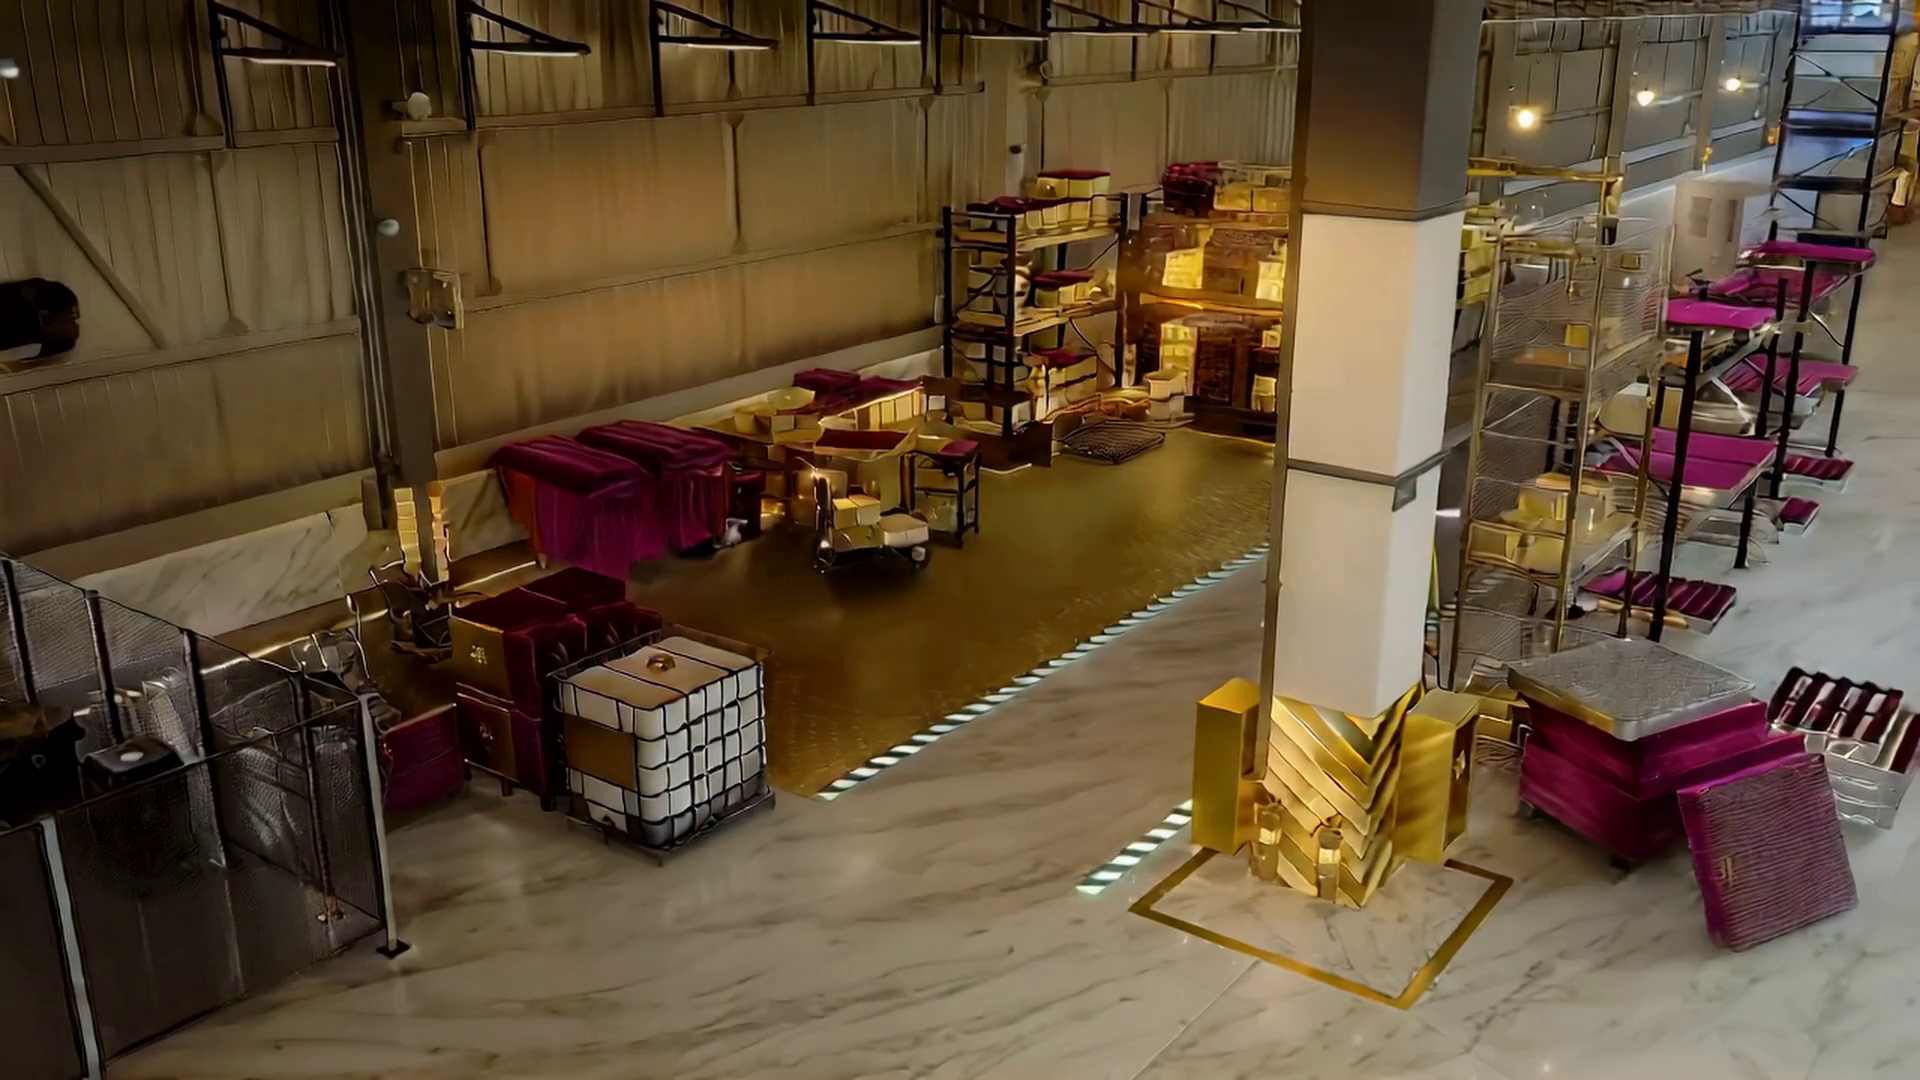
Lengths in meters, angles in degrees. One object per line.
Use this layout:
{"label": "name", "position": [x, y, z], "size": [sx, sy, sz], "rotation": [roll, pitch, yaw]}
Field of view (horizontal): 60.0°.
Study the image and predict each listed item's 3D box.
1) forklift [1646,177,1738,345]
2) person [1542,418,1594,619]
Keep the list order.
{"label": "forklift", "position": [12.196, -4.594, 27.681], "size": [1.873, 2.768, 1.129], "rotation": [-10, 20, -27]}
{"label": "person", "position": [5.739, -0.210, 15.756], "size": [0.375, 1.935, 0.550], "rotation": [-11, 21, -30]}
